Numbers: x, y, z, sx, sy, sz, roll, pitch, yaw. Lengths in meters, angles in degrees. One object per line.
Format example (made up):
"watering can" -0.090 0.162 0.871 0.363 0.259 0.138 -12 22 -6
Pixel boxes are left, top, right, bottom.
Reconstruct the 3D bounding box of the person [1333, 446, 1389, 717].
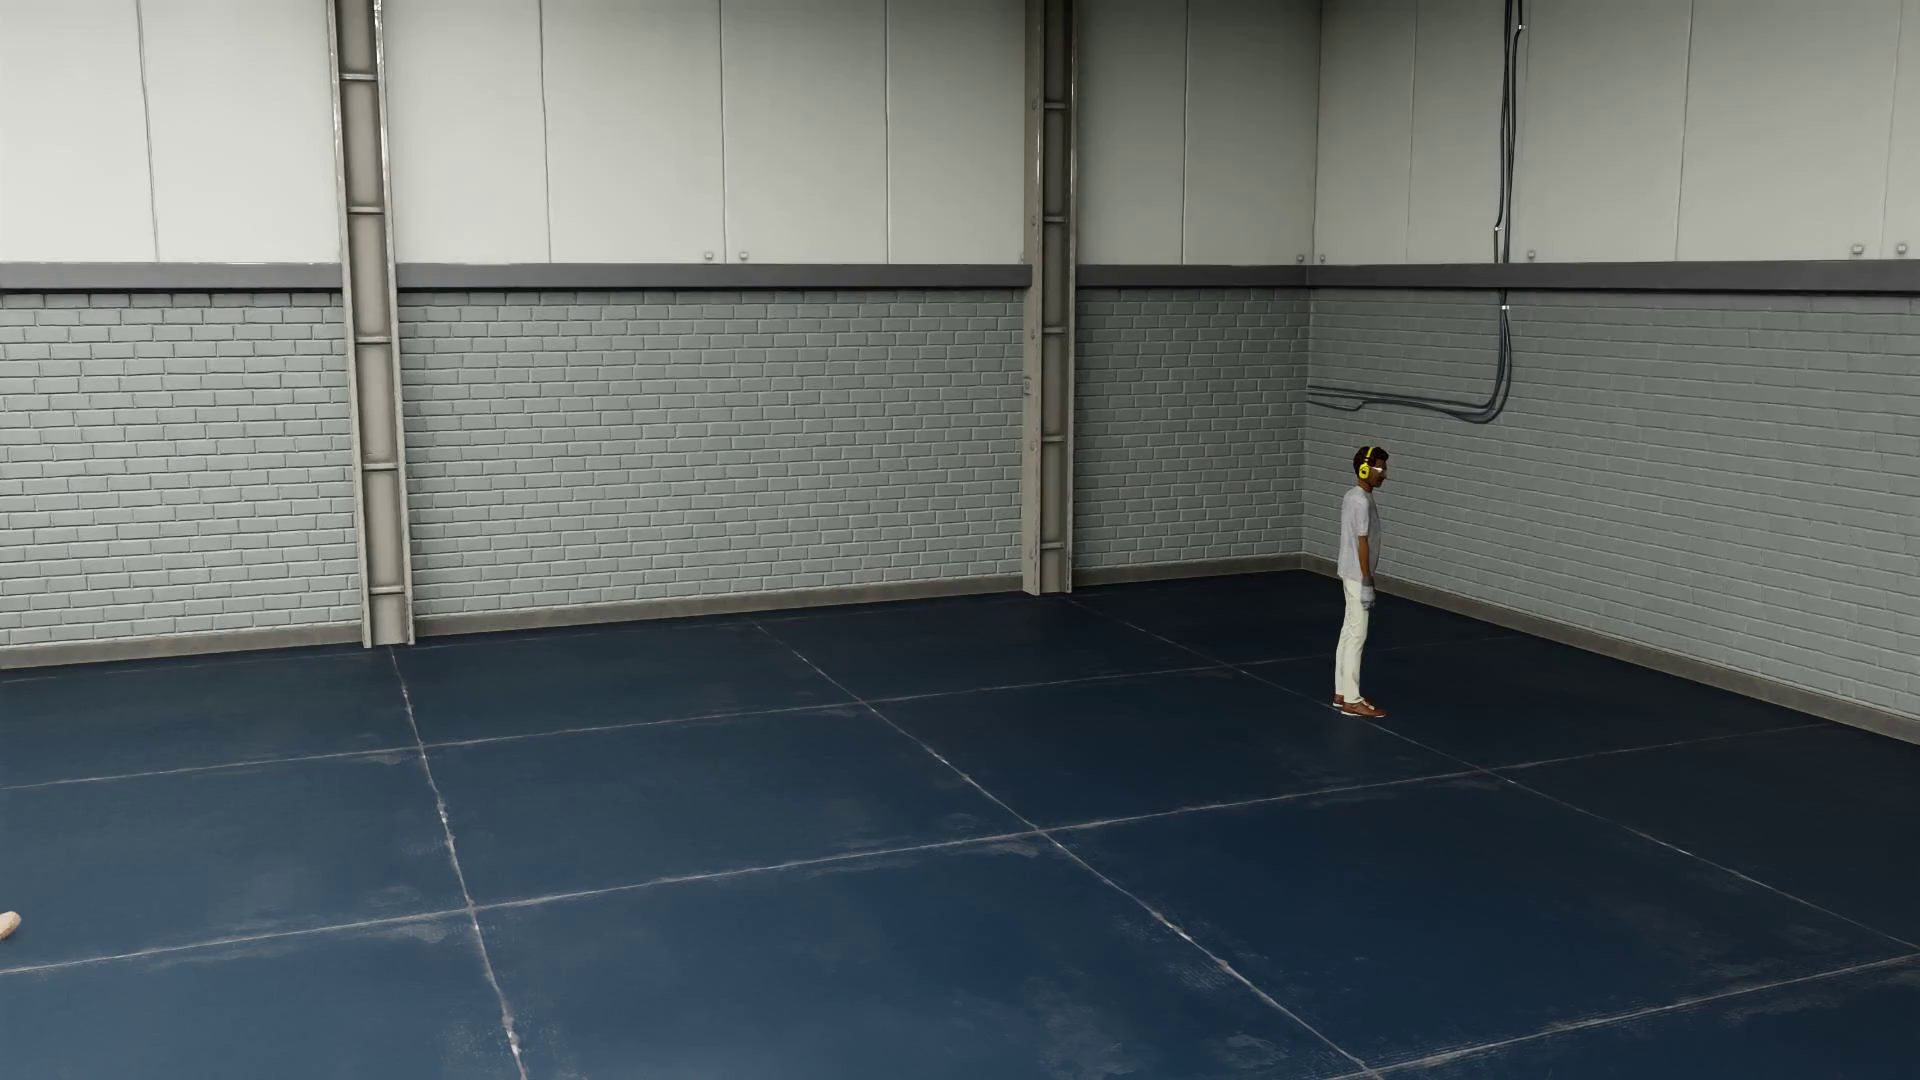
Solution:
"person" 2.782 0.281 11.513 0.329 1.865 0.518 0 9 3

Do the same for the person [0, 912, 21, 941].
"person" -4.833 0.868 7.268 1.039 2.000 0.695 -7 11 -36
